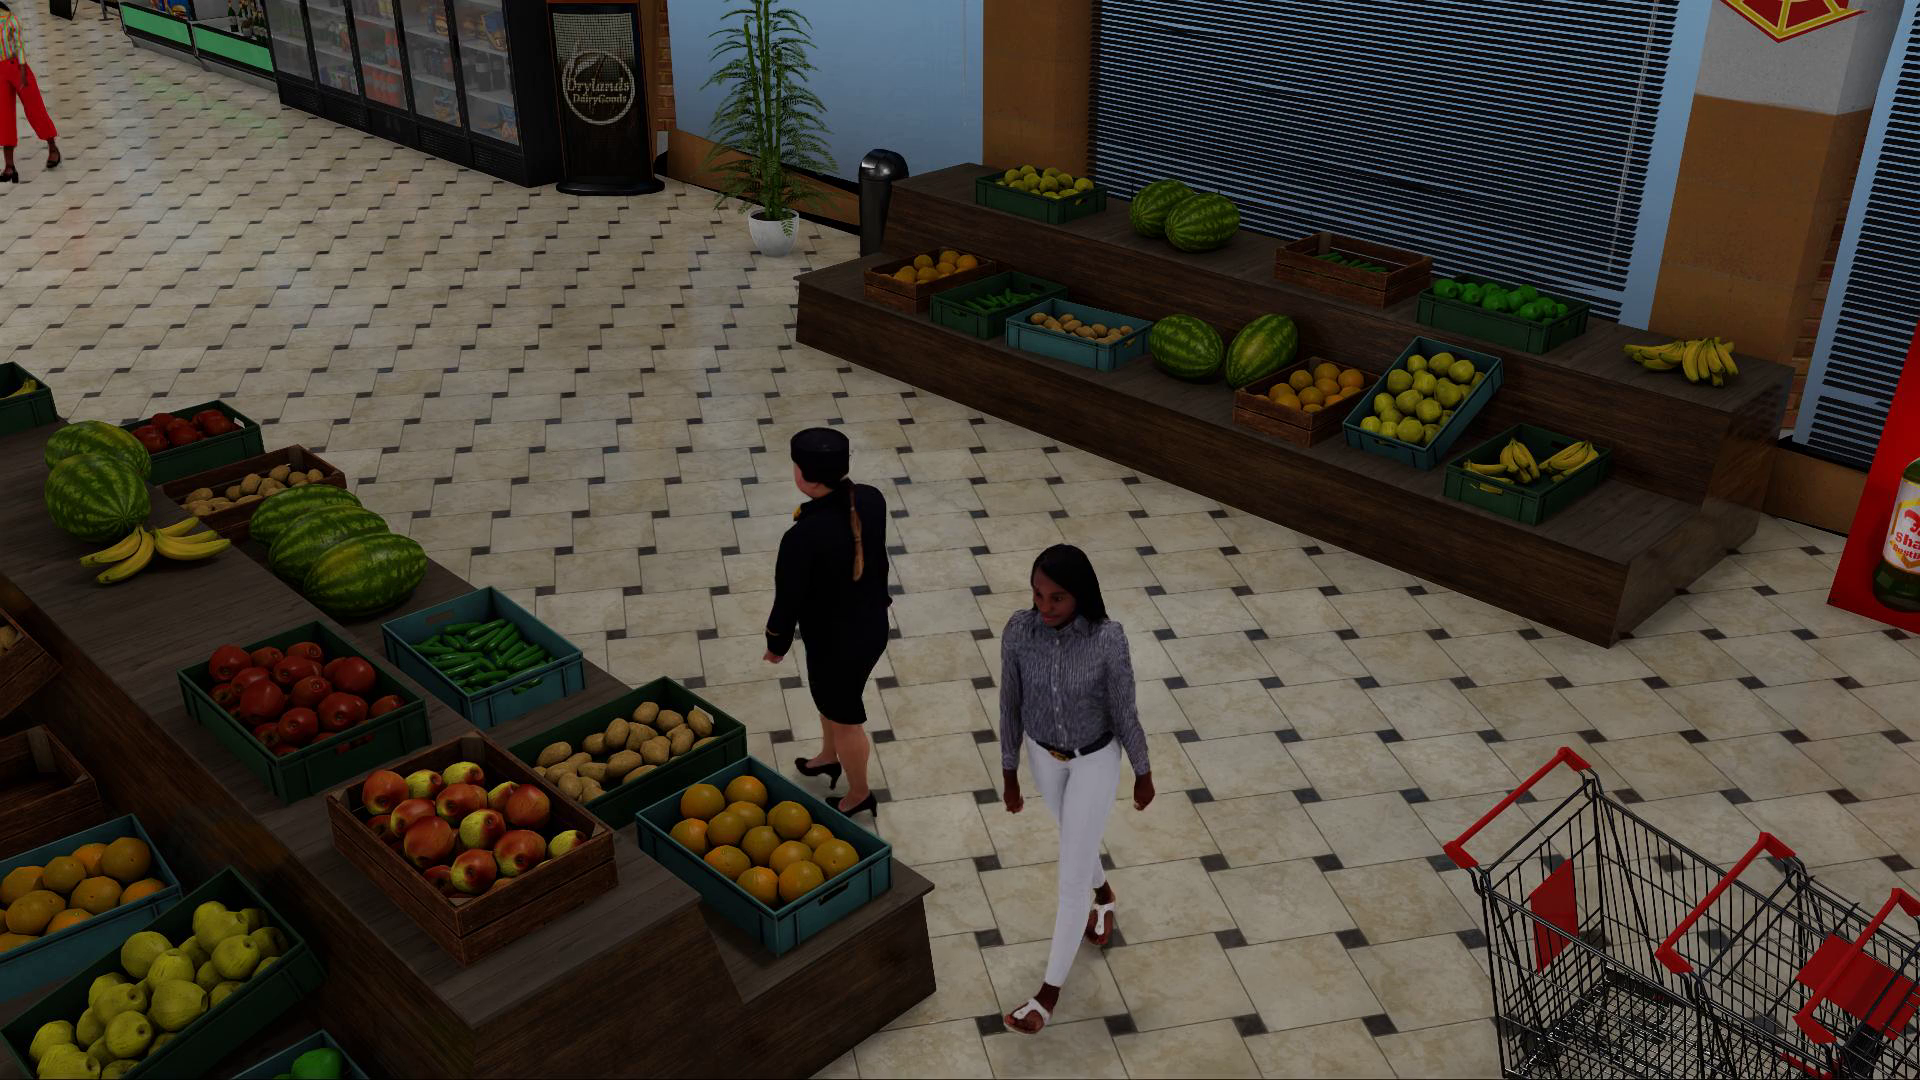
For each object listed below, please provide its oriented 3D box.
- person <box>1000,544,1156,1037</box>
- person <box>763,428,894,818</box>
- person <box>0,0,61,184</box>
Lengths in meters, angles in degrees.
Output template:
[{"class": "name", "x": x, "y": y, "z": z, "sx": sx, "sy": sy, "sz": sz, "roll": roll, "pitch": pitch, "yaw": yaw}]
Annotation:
[{"class": "person", "x": 0.402, "y": 0.747, "z": 5.624, "sx": 1.156, "sy": 1.670, "sz": 0.959, "roll": 12, "pitch": 29, "yaw": 22}, {"class": "person", "x": -0.410, "y": 0.379, "z": 6.354, "sx": 0.840, "sy": 1.666, "sz": 0.803, "roll": 17, "pitch": 31, "yaw": 30}, {"class": "person", "x": -8.641, "y": -4.209, "z": 15.315, "sx": 1.113, "sy": 1.743, "sz": 1.141, "roll": 1, "pitch": 27, "yaw": 3}]
